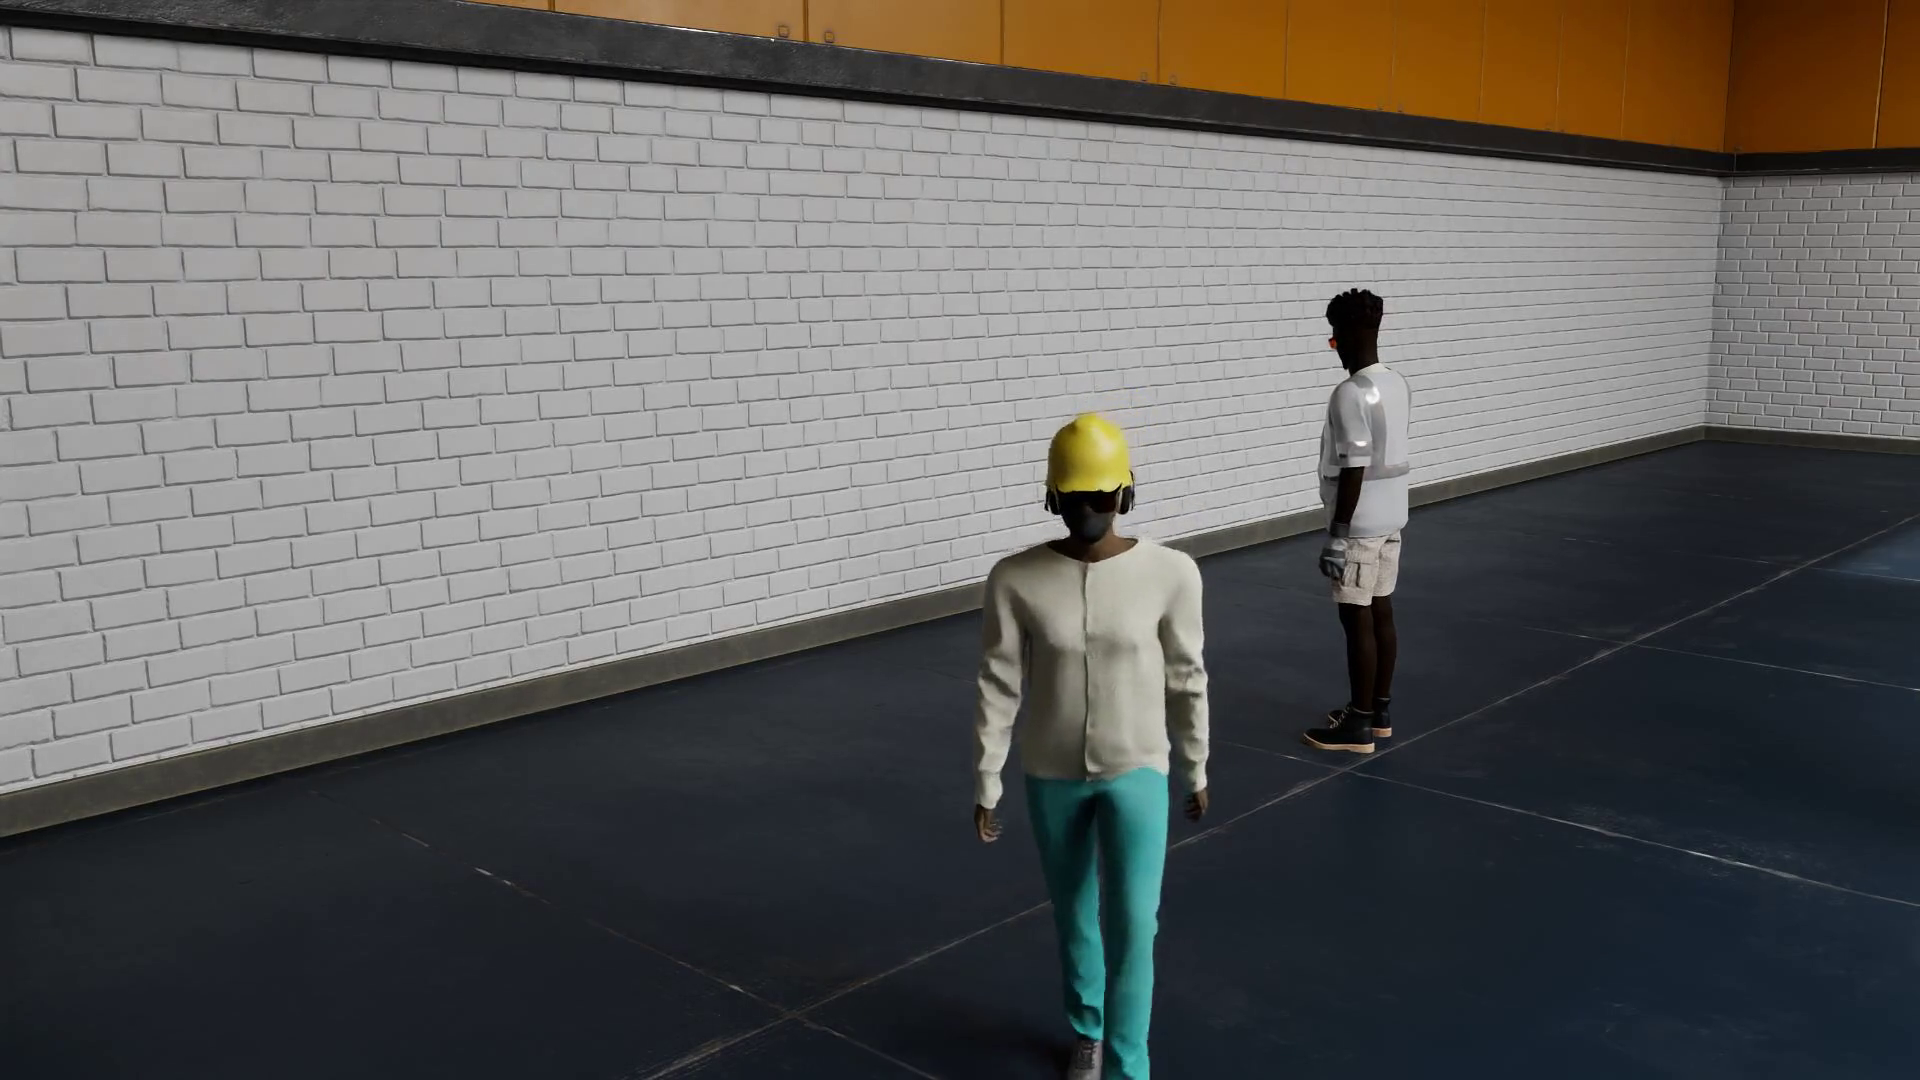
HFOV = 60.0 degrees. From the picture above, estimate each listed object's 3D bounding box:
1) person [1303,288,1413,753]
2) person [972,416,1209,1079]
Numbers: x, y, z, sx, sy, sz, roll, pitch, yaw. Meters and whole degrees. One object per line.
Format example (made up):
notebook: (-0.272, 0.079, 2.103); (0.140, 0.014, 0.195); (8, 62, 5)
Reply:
person: (1.690, -0.078, 7.059); (0.389, 1.957, 0.607); (7, 12, 34)
person: (0.299, 0.581, 3.918); (0.554, 1.728, 0.810); (2, 10, 10)
